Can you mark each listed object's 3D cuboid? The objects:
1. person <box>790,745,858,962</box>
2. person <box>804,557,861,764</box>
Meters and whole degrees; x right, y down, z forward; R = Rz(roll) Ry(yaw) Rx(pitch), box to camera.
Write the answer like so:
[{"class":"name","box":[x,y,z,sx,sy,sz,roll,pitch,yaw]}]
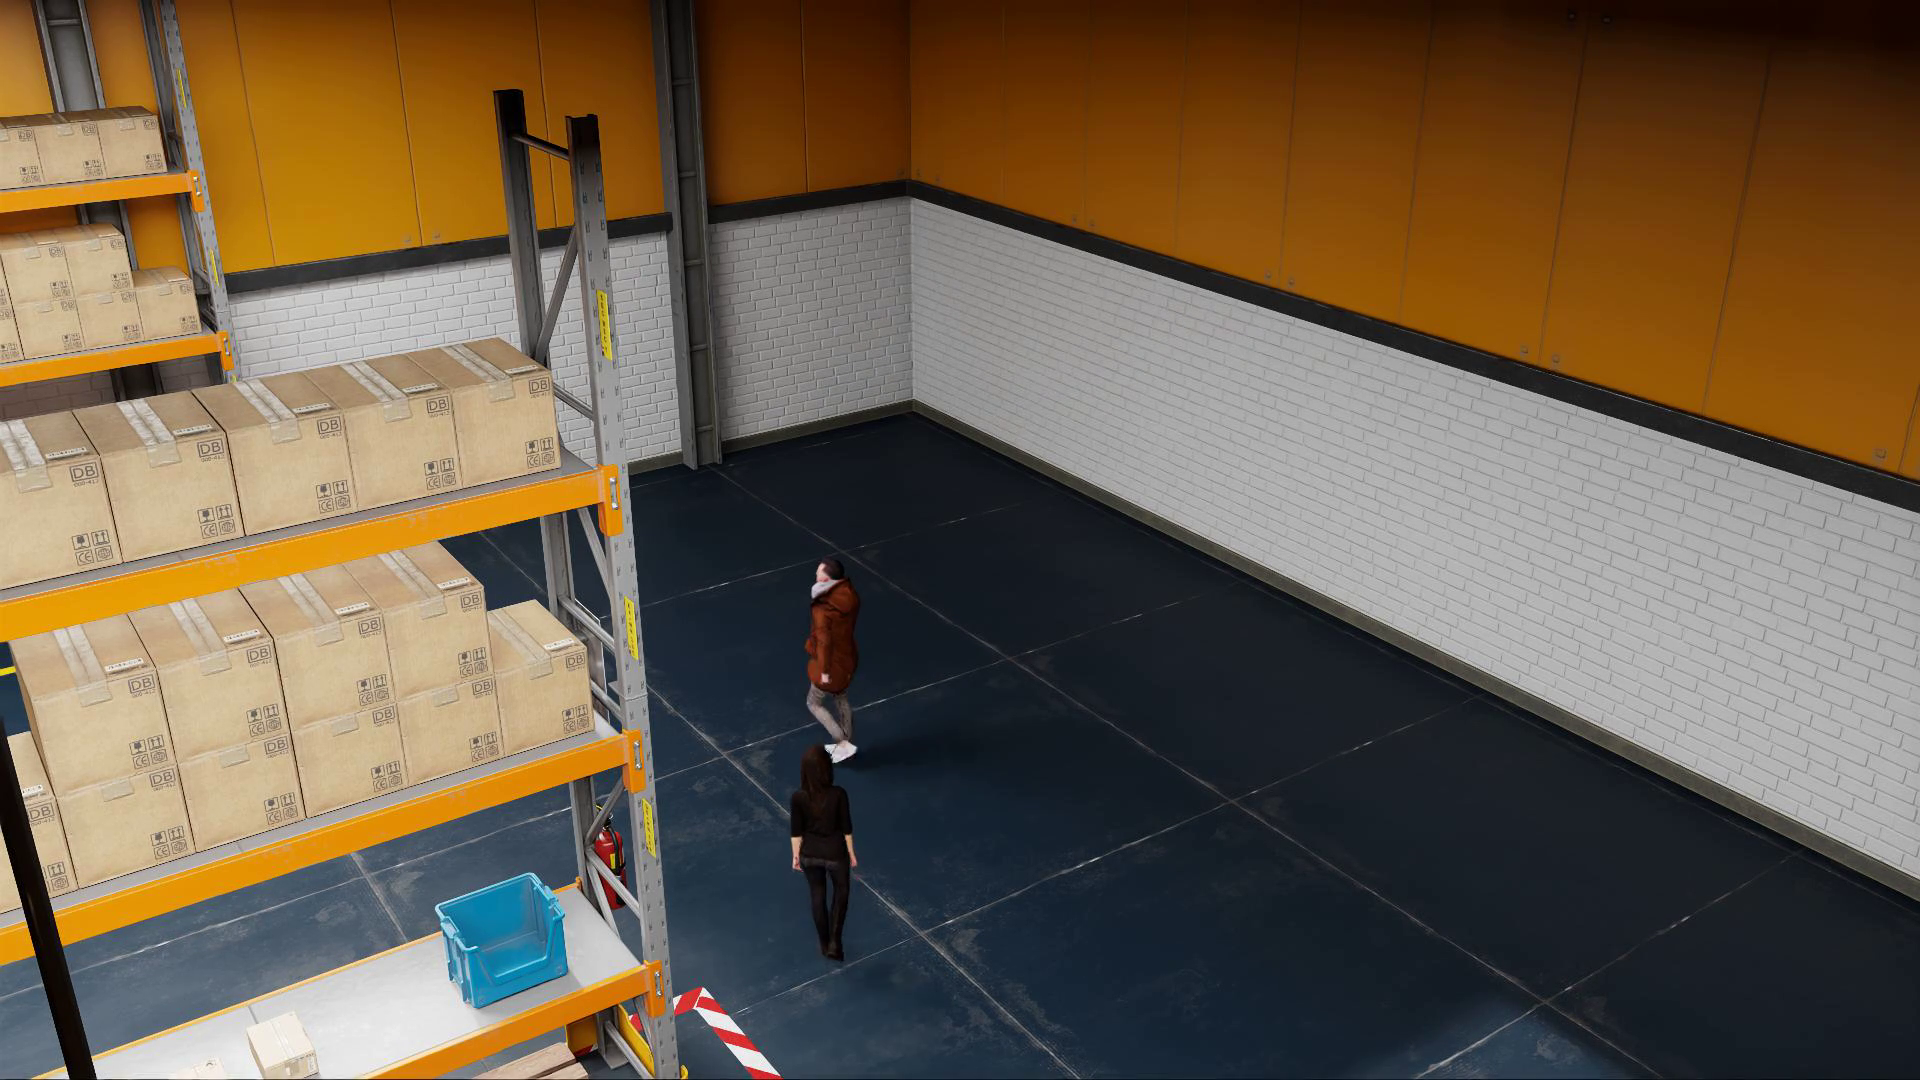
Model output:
[{"class":"person","box":[-0.912,2.153,11.146,0.805,1.635,0.850,0,24,-1]},{"class":"person","box":[-0.955,1.010,13.522,0.903,1.827,0.816,13,27,27]}]
